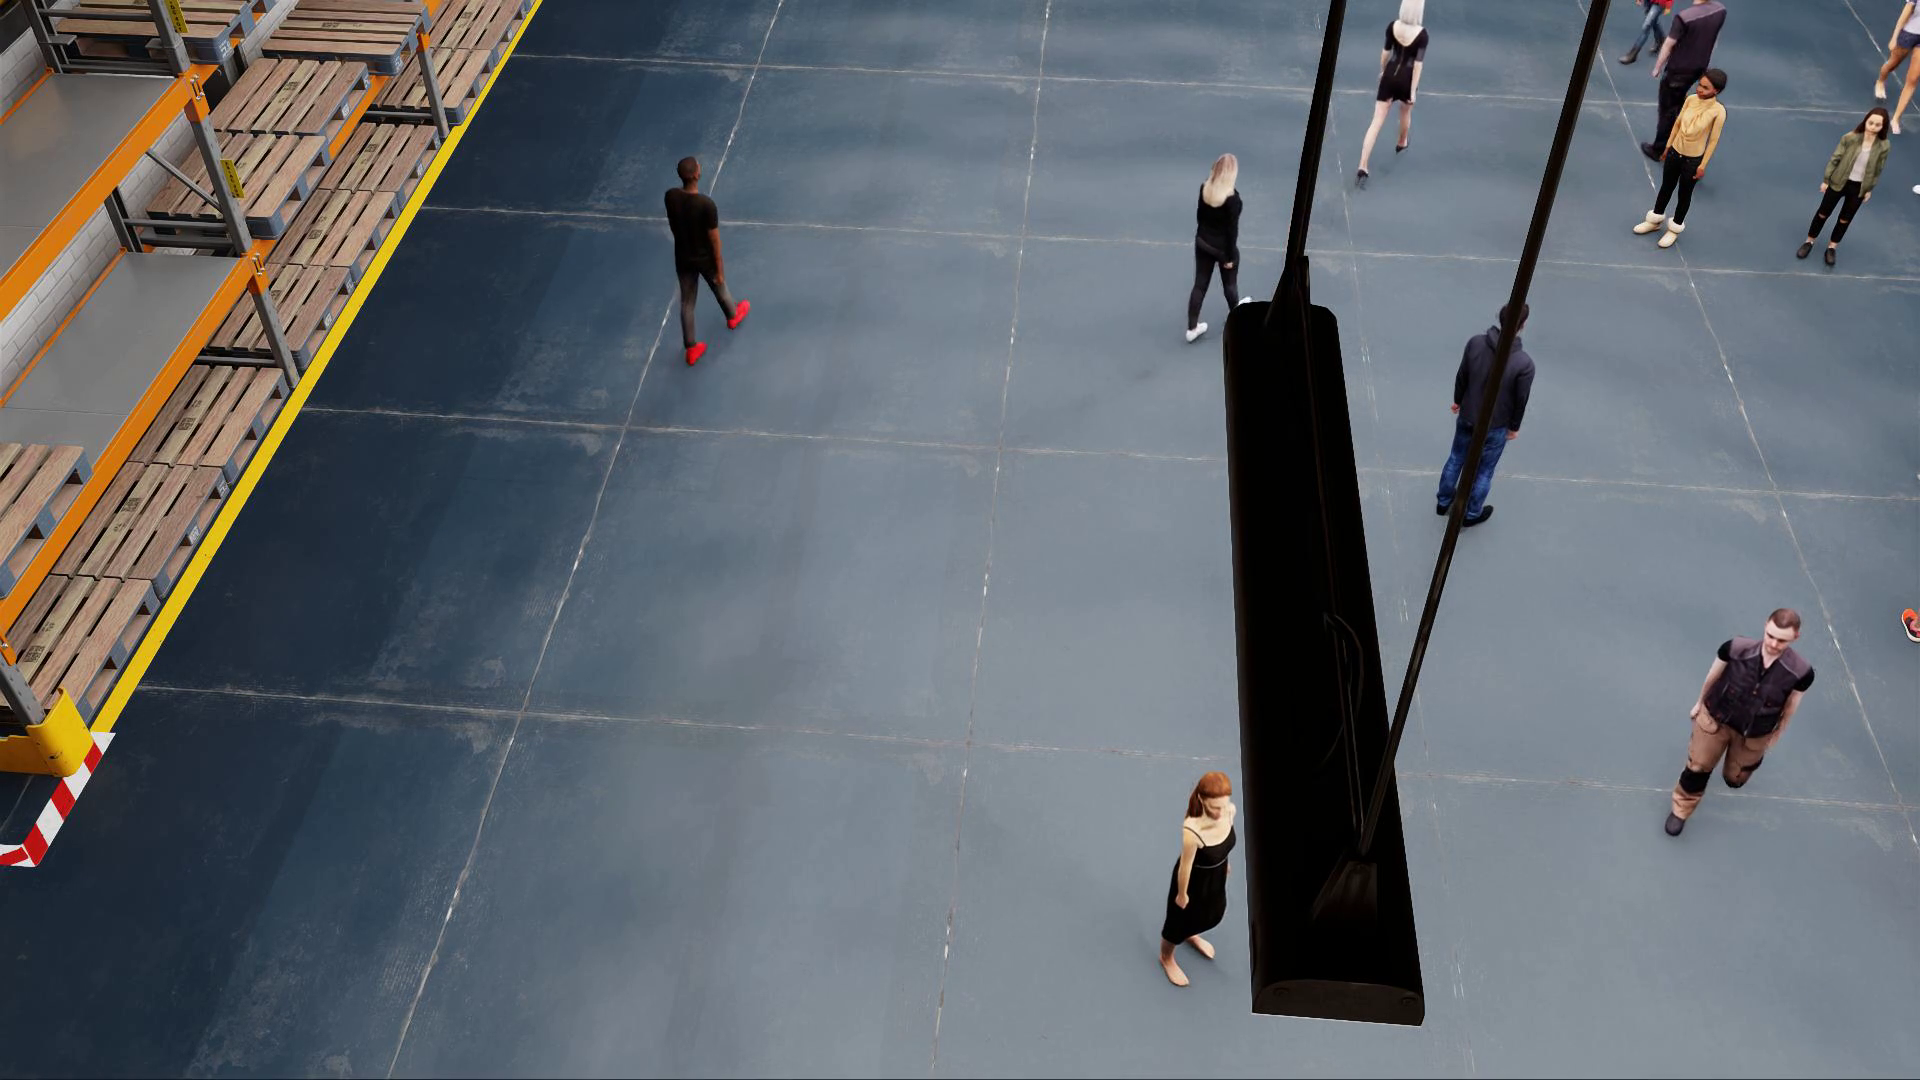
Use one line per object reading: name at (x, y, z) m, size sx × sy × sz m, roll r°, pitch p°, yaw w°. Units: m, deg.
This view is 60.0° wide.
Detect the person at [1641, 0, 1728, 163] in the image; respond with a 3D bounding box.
person at (6.838, -4.371, 15.593) m, size 0.821 × 1.838 × 0.832 m, roll -14°, pitch 45°, yaw -15°

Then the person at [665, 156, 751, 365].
person at (-2.164, -2.203, 13.366) m, size 0.868 × 1.772 × 1.155 m, roll 14°, pitch 45°, yaw 14°

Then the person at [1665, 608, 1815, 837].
person at (4.677, 1.020, 9.947) m, size 0.940 × 1.821 × 1.084 m, roll 25°, pitch 49°, yaw 24°

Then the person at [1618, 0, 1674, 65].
person at (7.290, -5.606, 17.284) m, size 0.841 × 1.294 × 0.912 m, roll -15°, pitch 46°, yaw -15°

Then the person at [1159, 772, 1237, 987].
person at (1.325, 1.844, 9.223) m, size 0.667 × 1.626 × 0.730 m, roll -32°, pitch 52°, yaw -29°

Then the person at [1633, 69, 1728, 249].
person at (6.431, -3.398, 14.701) m, size 0.752 × 1.660 × 0.681 m, roll -26°, pitch 49°, yaw -25°

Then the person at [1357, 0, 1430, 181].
person at (4.001, -4.164, 15.422) m, size 1.009 × 1.775 × 1.277 m, roll 26°, pitch 49°, yaw 25°

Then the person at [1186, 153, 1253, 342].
person at (2.031, -2.355, 13.604) m, size 1.069 × 1.663 × 0.986 m, roll -32°, pitch 52°, yaw -29°

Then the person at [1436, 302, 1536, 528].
person at (3.750, -0.893, 11.905) m, size 0.763 × 1.890 × 0.783 m, roll 31°, pitch 52°, yaw 29°

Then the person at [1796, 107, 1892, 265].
person at (7.763, -3.103, 14.526) m, size 0.640 × 1.475 × 0.621 m, roll 19°, pitch 47°, yaw 19°

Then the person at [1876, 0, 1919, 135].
person at (9.362, -4.965, 16.323) m, size 0.724 × 1.692 × 1.183 m, roll 9°, pitch 44°, yaw 9°
